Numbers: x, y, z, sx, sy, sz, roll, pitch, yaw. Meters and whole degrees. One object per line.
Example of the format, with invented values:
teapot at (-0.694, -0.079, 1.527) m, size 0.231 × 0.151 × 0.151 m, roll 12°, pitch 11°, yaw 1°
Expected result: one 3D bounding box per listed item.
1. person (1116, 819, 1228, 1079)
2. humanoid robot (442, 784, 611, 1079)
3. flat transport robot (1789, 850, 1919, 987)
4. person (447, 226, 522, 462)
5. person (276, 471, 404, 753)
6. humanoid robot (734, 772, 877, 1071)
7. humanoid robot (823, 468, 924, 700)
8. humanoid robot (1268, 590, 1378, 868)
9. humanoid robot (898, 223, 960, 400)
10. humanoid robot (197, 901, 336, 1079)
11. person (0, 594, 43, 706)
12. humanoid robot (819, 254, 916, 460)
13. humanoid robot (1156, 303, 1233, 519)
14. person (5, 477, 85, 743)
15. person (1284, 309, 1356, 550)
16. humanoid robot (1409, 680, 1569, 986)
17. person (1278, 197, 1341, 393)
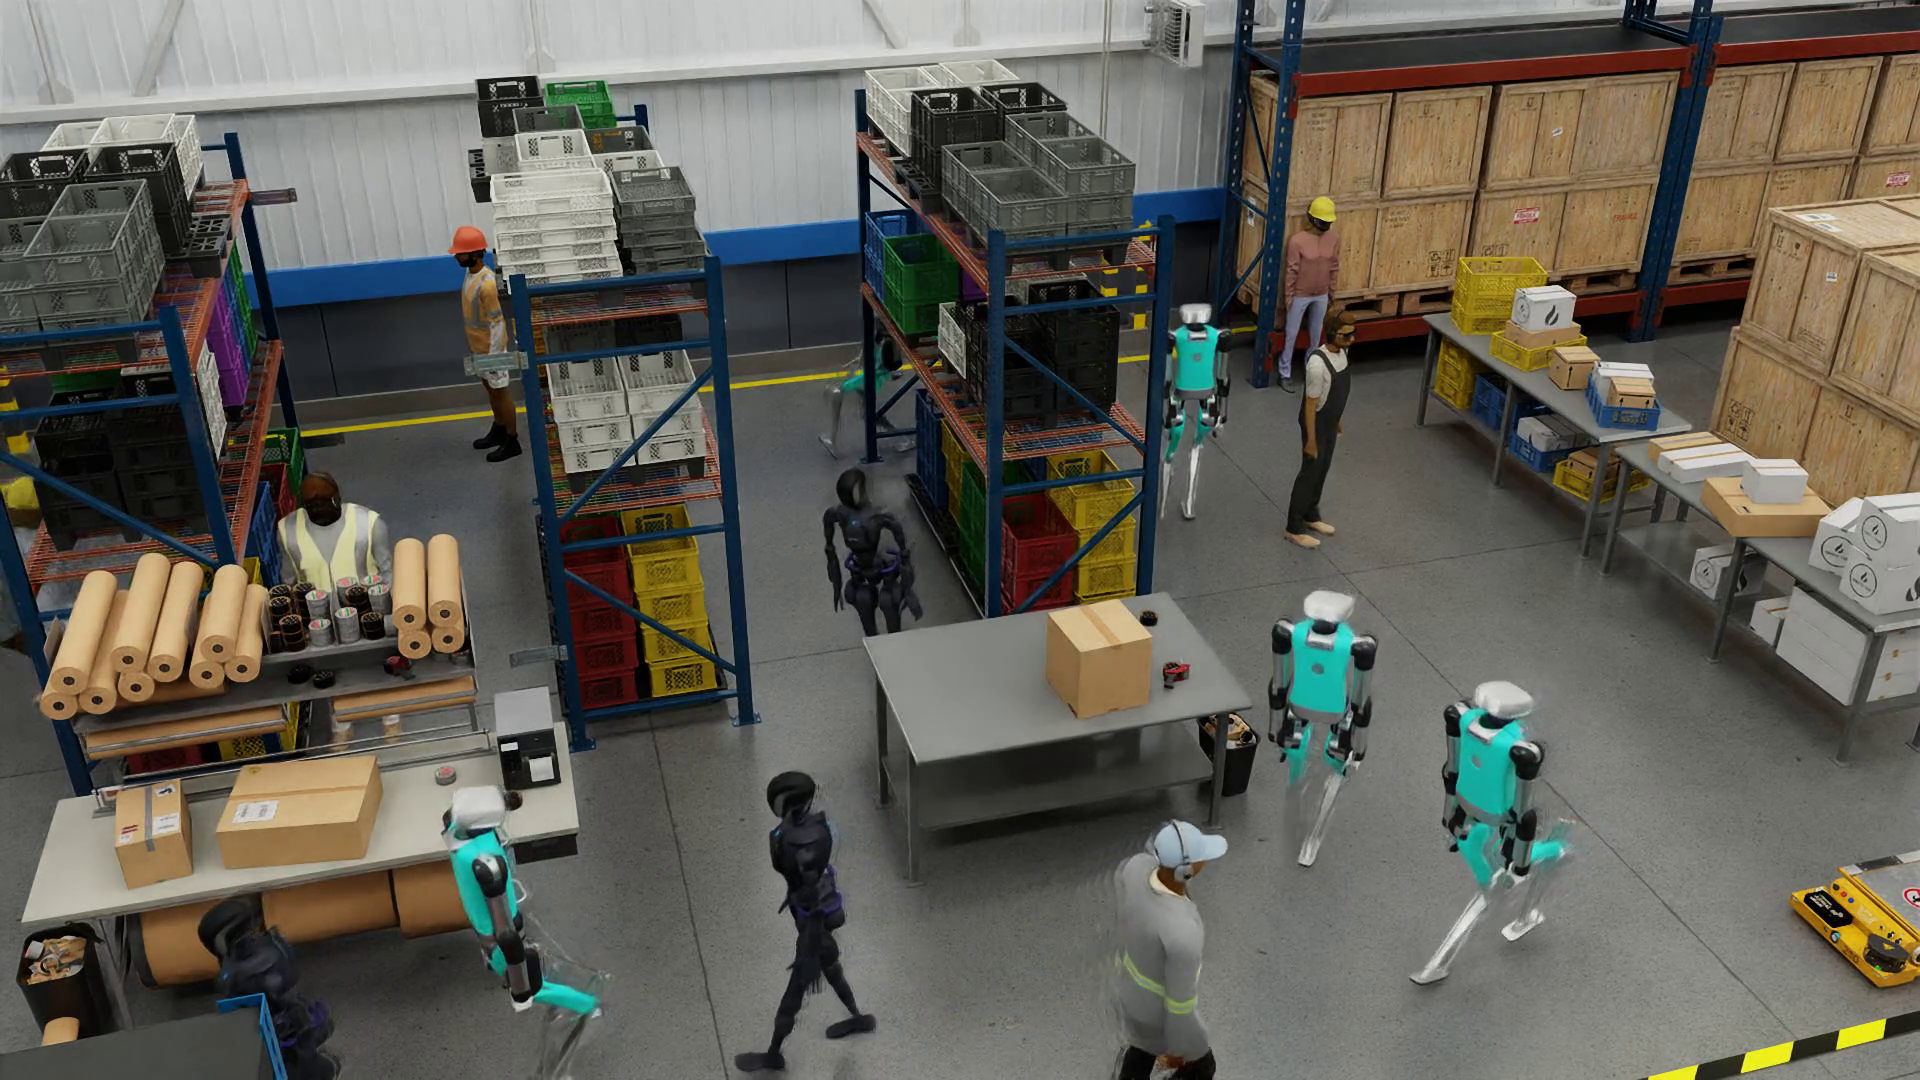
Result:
person at (0.868, 1.924, 7.025) m, size 0.416 × 1.841 × 0.585 m, roll -11°, pitch 31°, yaw -19°
humanoid robot at (-1.850, 1.824, 7.377) m, size 0.662 × 1.862 × 0.551 m, roll -17°, pitch 33°, yaw -28°
flat transport robot at (5.163, 1.916, 8.676) m, size 1.431 × 0.231 × 0.659 m, roll -8°, pitch 30°, yaw -14°
person at (-3.798, -1.568, 13.283) m, size 0.357 × 1.938 × 0.543 m, roll -17°, pitch 33°, yaw -28°
person at (-3.606, 0.431, 9.744) m, size 0.632 × 1.841 × 0.429 m, roll -6°, pitch 29°, yaw -11°
humanoid robot at (-0.730, 1.723, 7.587) m, size 0.718 × 1.634 × 0.616 m, roll -8°, pitch 30°, yaw -13°
humanoid robot at (-0.508, 0.268, 10.223) m, size 0.631 × 1.626 × 0.476 m, roll 10°, pitch 30°, yaw 18°
humanoid robot at (1.932, 1.029, 8.885) m, size 0.541 × 1.907 × 0.688 m, roll 12°, pitch 31°, yaw 21°
humanoid robot at (-0.143, -1.899, 14.172) m, size 0.707 × 1.872 × 0.530 m, roll 20°, pitch 34°, yaw 32°
humanoid robot at (-2.807, 2.104, 6.923) m, size 0.614 × 1.616 × 0.758 m, roll 20°, pitch 35°, yaw 32°
person at (-5.936, 0.287, 9.871) m, size 0.607 × 1.988 × 1.079 m, roll 6°, pitch 29°, yaw 10°
humanoid robot at (-0.827, -1.477, 13.374) m, size 1.032 × 1.767 × 0.574 m, roll -9°, pitch 30°, yaw -16°
humanoid robot at (1.698, -0.963, 12.421) m, size 0.544 × 1.830 × 0.669 m, roll -1°, pitch 29°, yaw -1°
person at (-5.399, 0.409, 9.915) m, size 0.527 × 1.723 × 0.351 m, roll 22°, pitch 36°, yaw 35°
person at (2.615, -0.808, 12.011) m, size 0.337 × 1.839 × 0.504 m, roll 18°, pitch 34°, yaw 30°
humanoid robot at (2.699, 1.400, 8.148) m, size 1.064 × 1.761 × 0.550 m, roll -17°, pitch 33°, yaw -28°
person at (3.064, -2.140, 14.510) m, size 0.523 × 1.761 × 0.336 m, roll -10°, pitch 30°, yaw -17°
